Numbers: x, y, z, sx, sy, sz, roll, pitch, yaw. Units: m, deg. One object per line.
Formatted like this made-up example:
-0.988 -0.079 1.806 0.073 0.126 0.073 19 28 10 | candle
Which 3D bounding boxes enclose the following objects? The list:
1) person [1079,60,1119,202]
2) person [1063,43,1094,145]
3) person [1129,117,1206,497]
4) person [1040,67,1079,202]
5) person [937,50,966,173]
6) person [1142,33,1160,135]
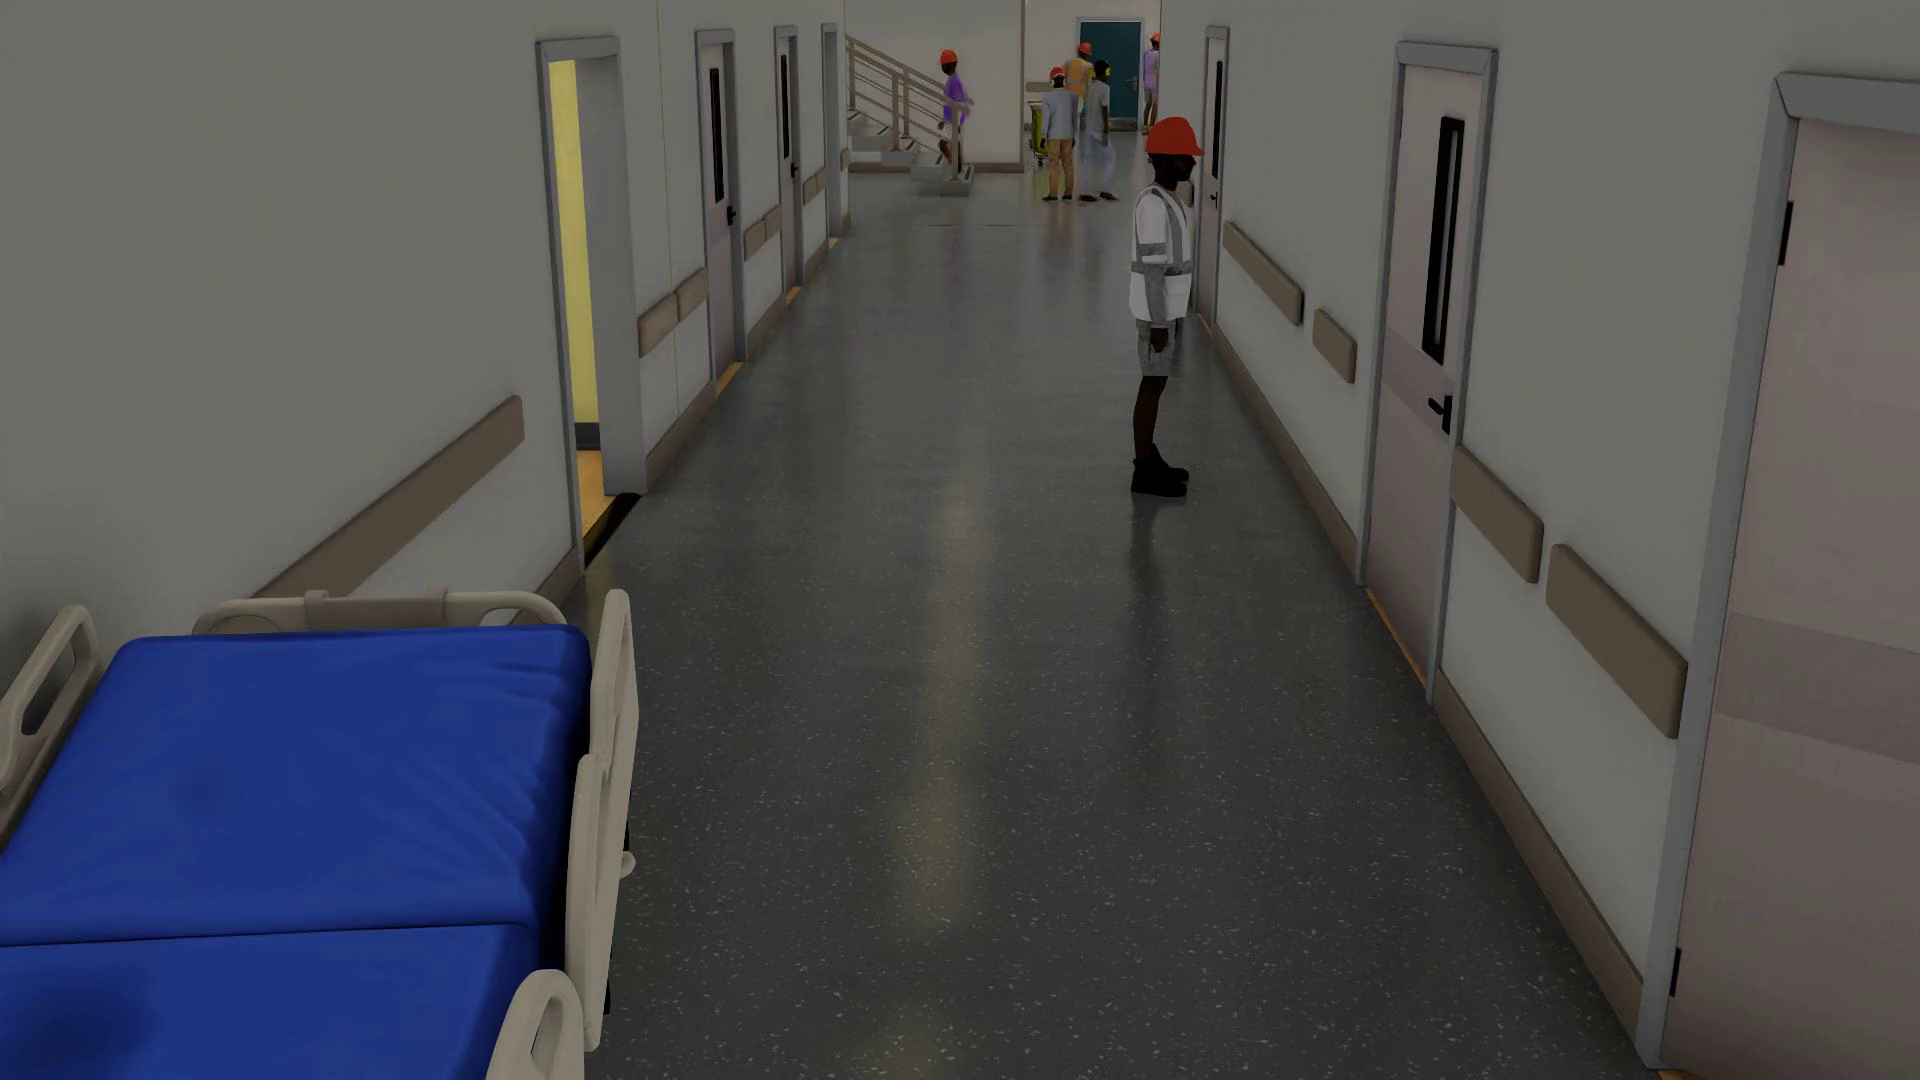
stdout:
1.862 -5.403 22.011 0.681 1.833 0.542 -12 21 -33 | person
2.181 -8.360 31.229 0.655 1.882 0.420 8 19 23 | person
1.062 -1.200 8.638 0.360 1.938 0.545 3 18 11 | person
1.298 -5.386 22.102 0.564 1.741 0.347 -9 20 -27 | person
-0.131 -6.049 23.904 0.415 1.917 0.546 1 18 3 | person
3.949 -9.236 33.742 0.404 2.030 0.619 -11 21 -31 | person
